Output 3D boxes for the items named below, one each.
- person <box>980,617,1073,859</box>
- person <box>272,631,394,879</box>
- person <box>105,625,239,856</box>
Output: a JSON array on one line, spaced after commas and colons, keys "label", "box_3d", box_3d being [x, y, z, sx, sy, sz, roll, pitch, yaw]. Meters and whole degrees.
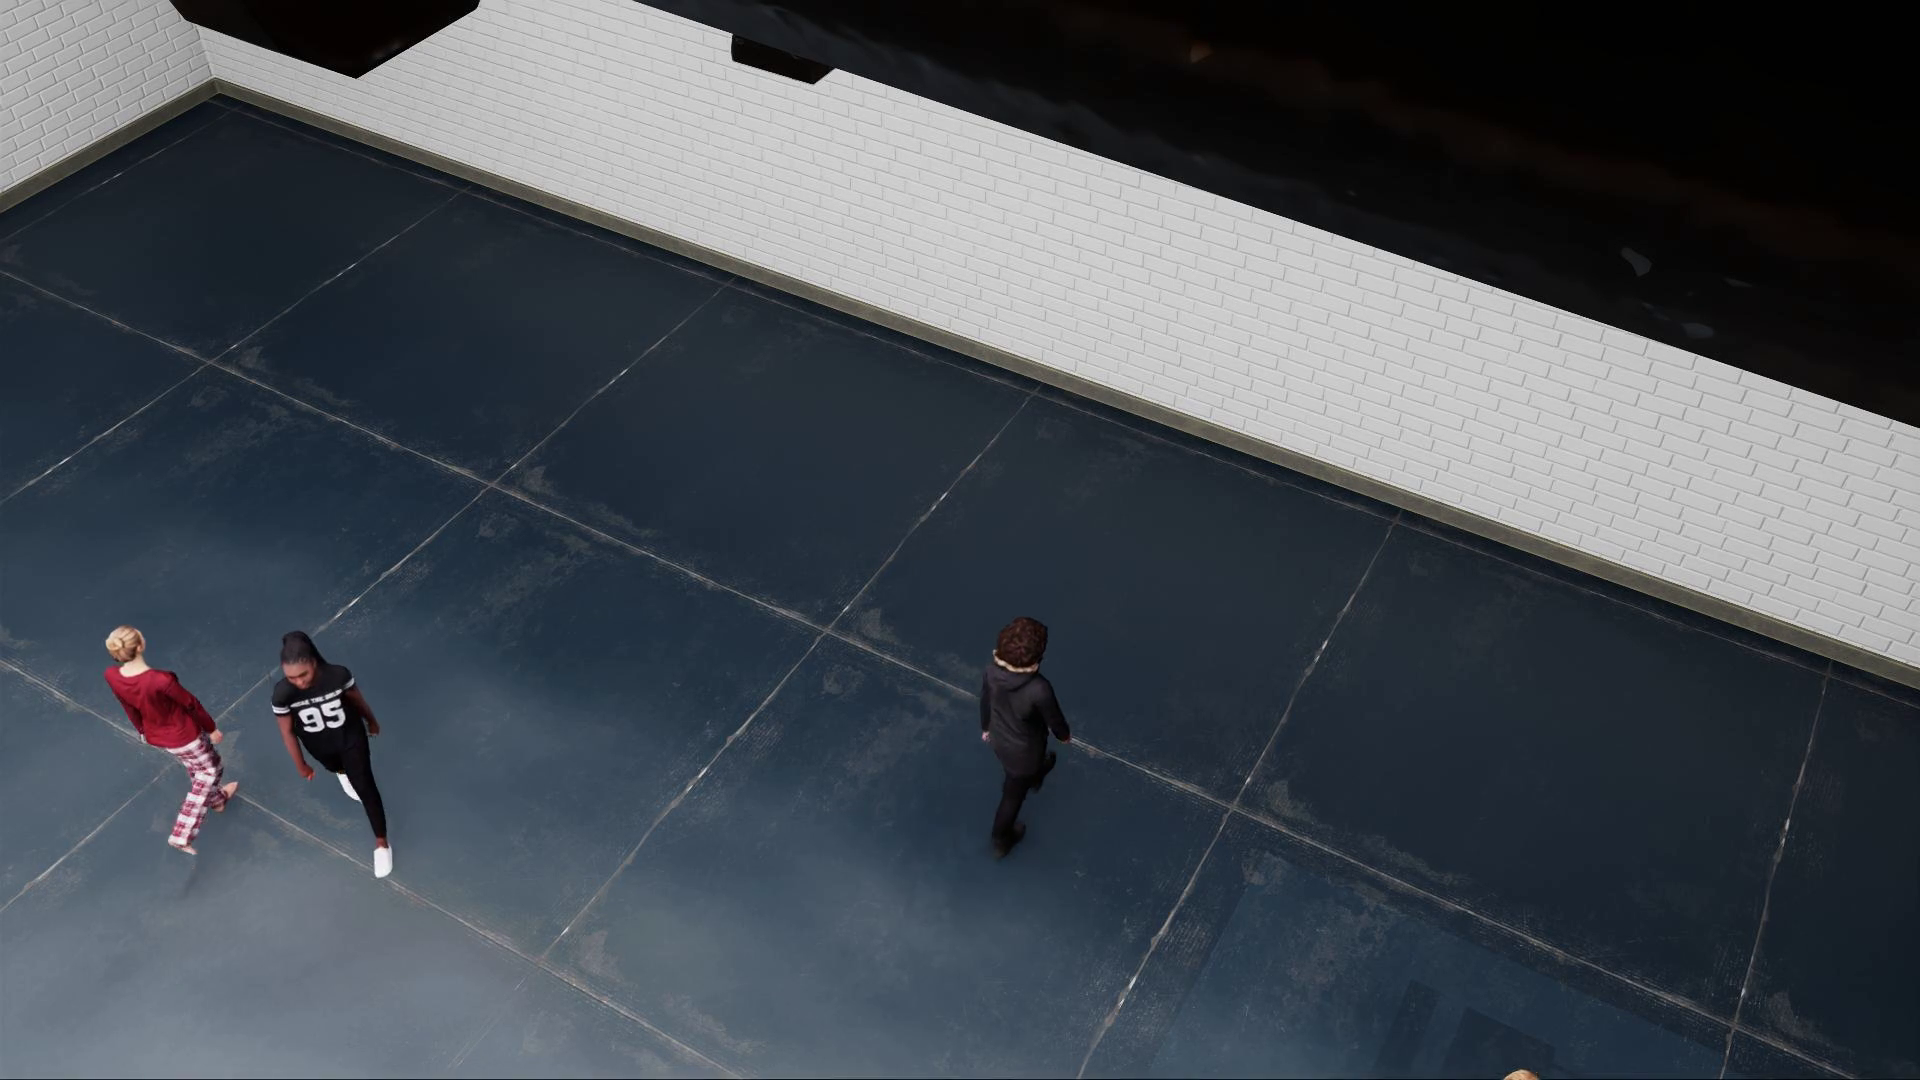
[{"label": "person", "box_3d": [0.286, 1.194, 9.507, 0.737, 1.740, 1.054, 30, 51, 28]}, {"label": "person", "box_3d": [-3.648, 1.095, 9.644, 1.217, 1.693, 1.164, -21, 48, -21]}, {"label": "person", "box_3d": [-4.559, 1.155, 9.590, 0.773, 1.681, 0.966, 9, 44, 10]}]
